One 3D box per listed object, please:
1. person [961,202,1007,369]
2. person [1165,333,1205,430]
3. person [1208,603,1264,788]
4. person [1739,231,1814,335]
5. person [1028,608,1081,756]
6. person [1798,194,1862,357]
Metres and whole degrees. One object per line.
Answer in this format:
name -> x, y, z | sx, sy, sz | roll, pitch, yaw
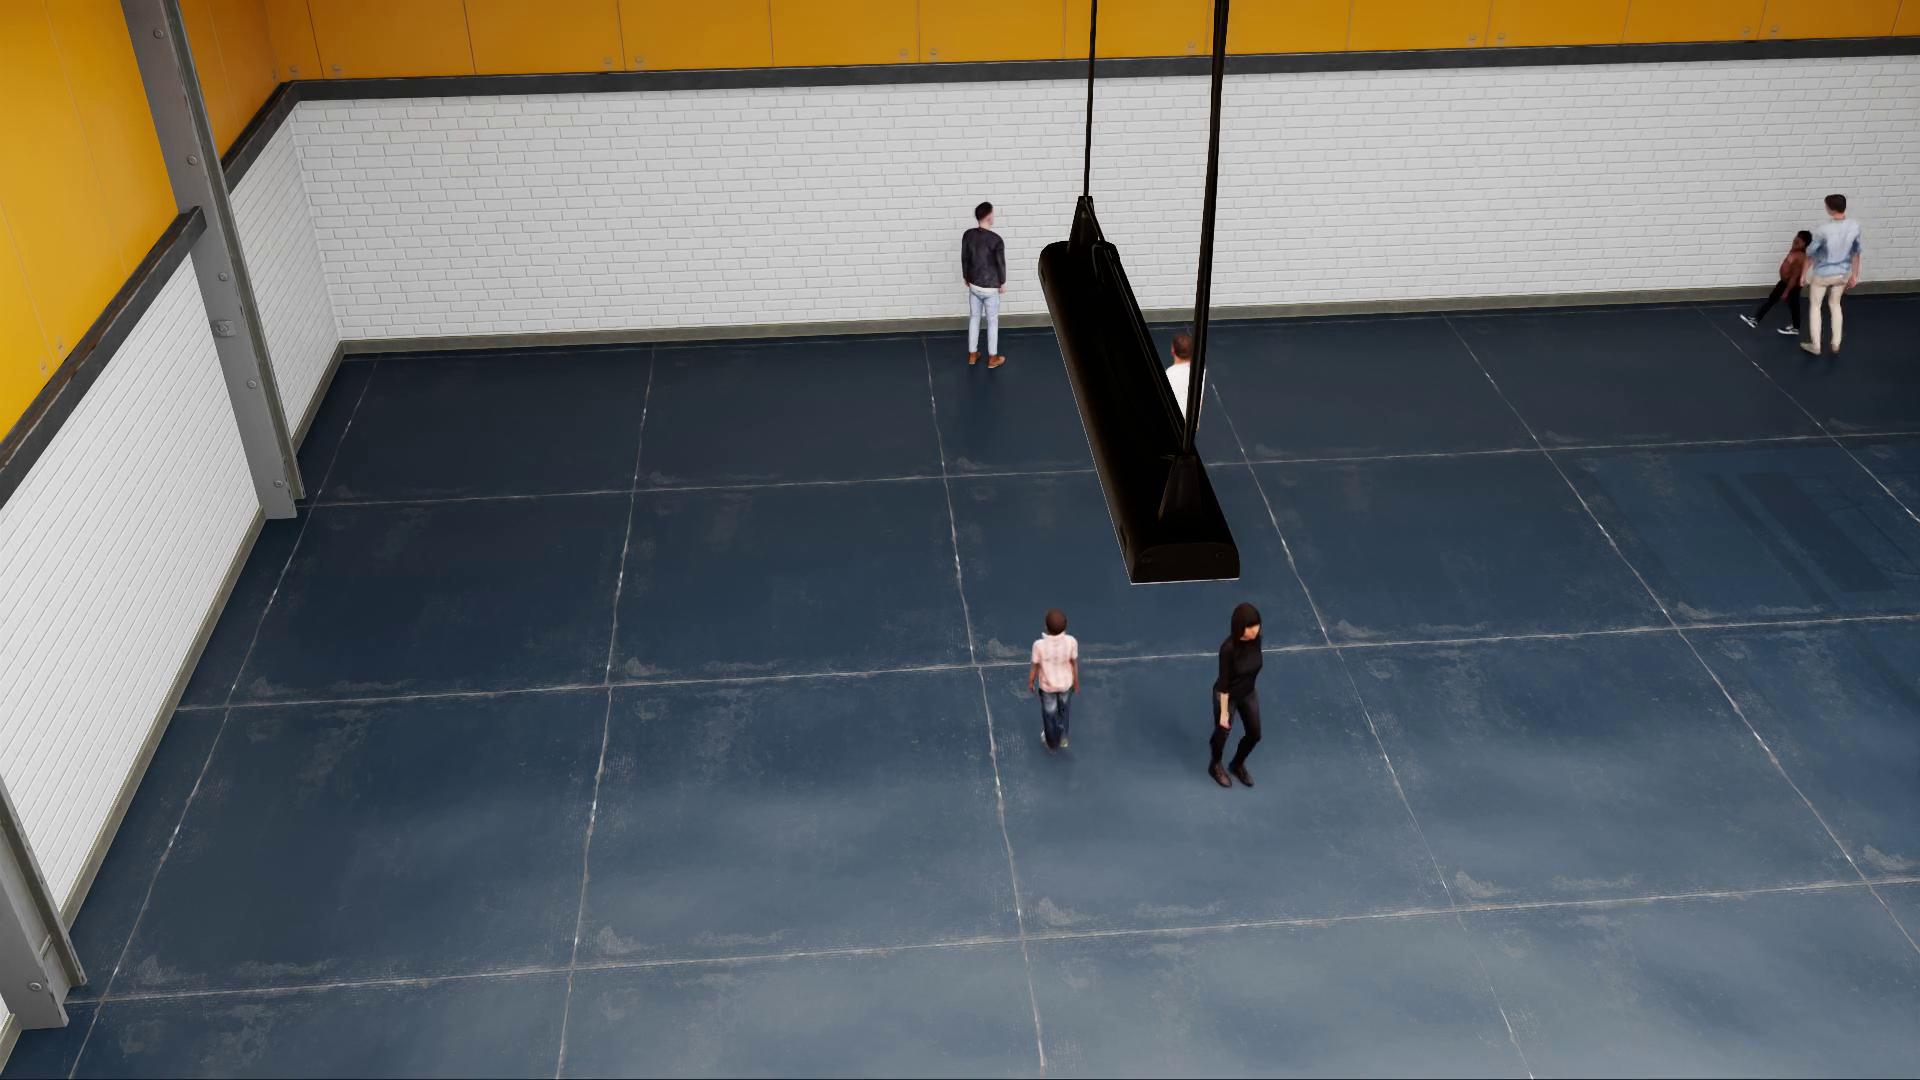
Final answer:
person -> 0.256, -2.702, 17.656 | 0.732, 1.836, 0.734 | 16, 37, 22
person -> 1.982, -1.020, 15.109 | 0.740, 1.853, 0.704 | -16, 37, -23
person -> 1.947, 1.103, 12.119 | 0.671, 1.628, 0.702 | -17, 37, -24
person -> 9.254, -2.820, 18.387 | 0.721, 1.223, 0.872 | 5, 34, 8
person -> 0.729, 1.095, 12.427 | 0.552, 1.300, 0.516 | -7, 34, -10
person -> 9.368, -2.815, 17.856 | 0.810, 1.801, 0.651 | 10, 35, 15
